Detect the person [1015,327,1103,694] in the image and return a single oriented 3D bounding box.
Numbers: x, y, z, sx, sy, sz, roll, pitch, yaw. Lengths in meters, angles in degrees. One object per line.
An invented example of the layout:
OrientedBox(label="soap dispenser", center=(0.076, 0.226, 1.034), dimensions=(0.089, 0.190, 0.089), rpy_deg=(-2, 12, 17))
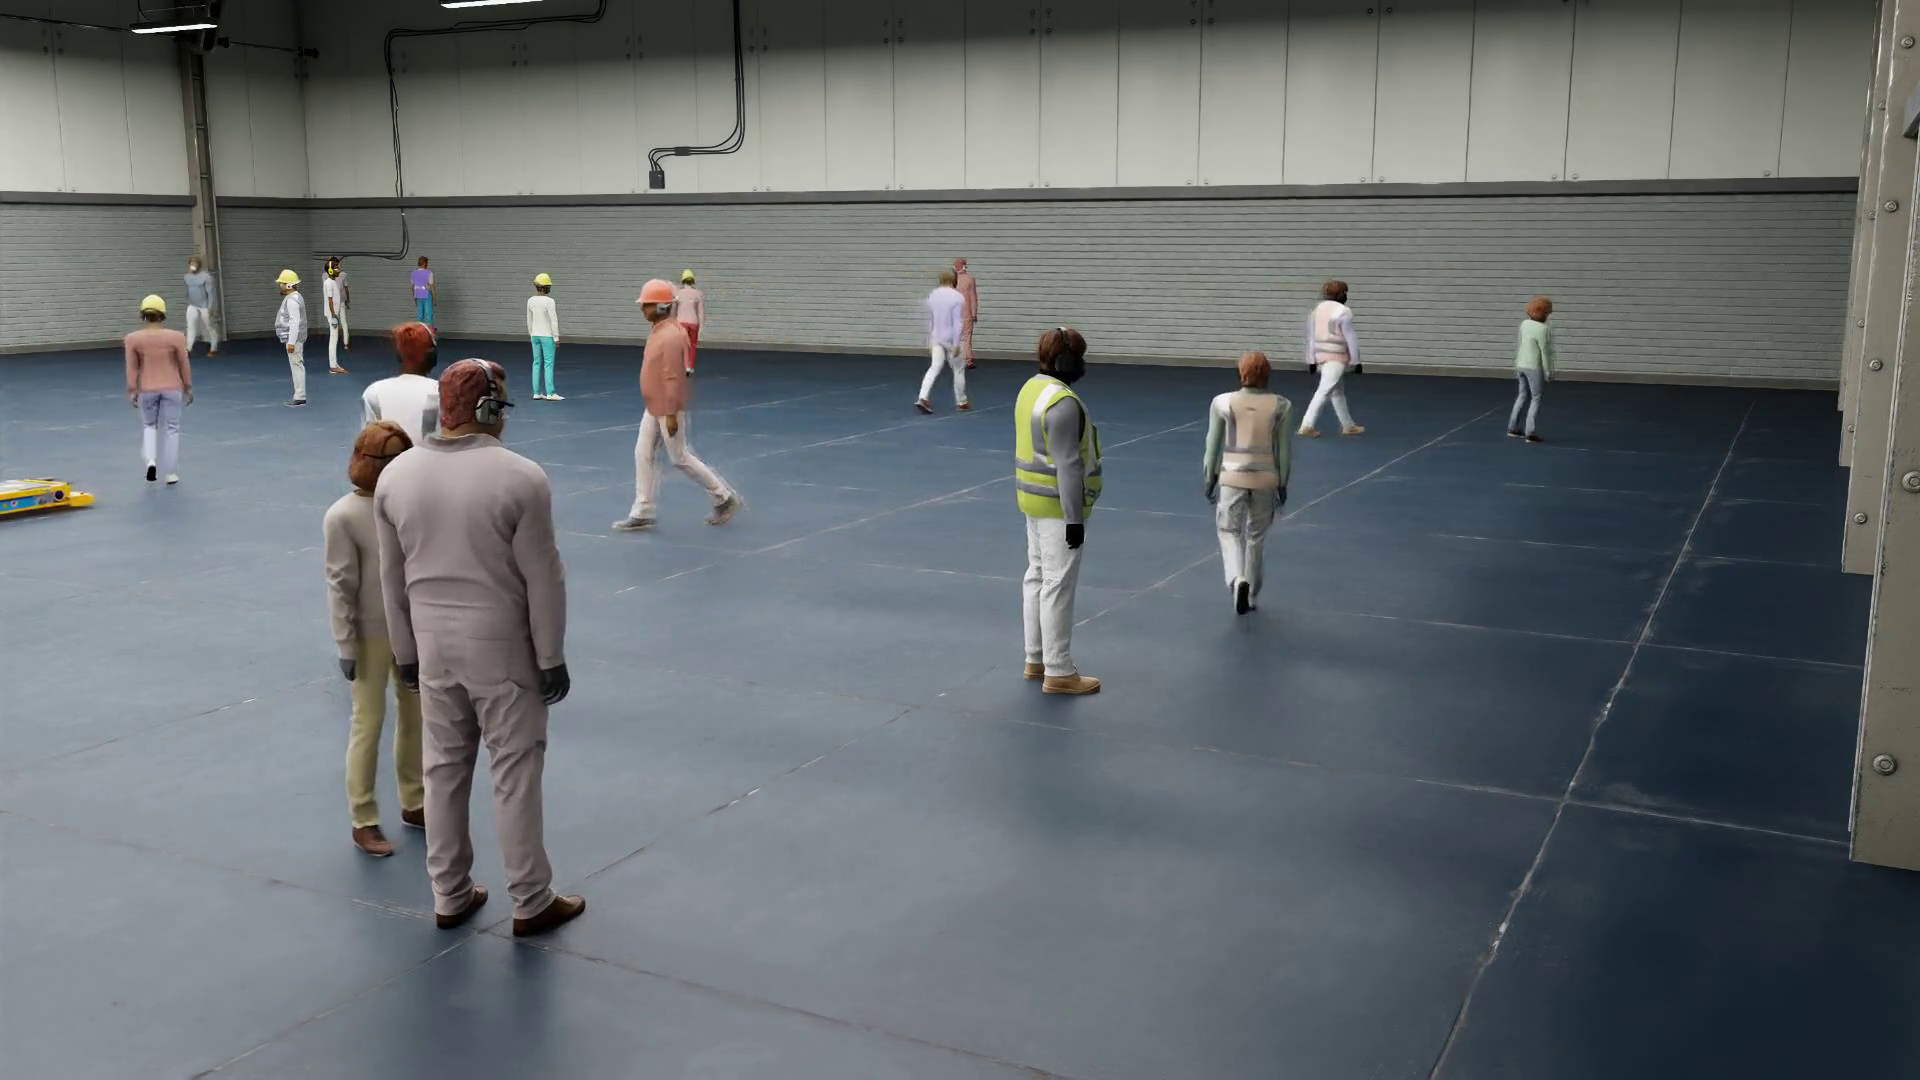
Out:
OrientedBox(label="person", center=(0.502, -0.152, 8.417), dimensions=(0.429, 1.841, 0.633), rpy_deg=(-3, 11, -15))

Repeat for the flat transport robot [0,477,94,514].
OrientedBox(label="flat transport robot", center=(-7.957, -0.319, 13.610), dimensions=(0.652, 0.197, 1.431), rpy_deg=(5, 11, 27))

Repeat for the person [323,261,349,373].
OrientedBox(label="person", center=(-10.485, -3.737, 27.897), dimensions=(0.329, 1.868, 0.514), rpy_deg=(-4, 11, -19))

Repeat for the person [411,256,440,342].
OrientedBox(label="person", center=(-11.564, -5.192, 35.887), dimensions=(0.564, 1.846, 0.390), rpy_deg=(4, 11, 19))

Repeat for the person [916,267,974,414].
OrientedBox(label="person", center=(-0.202, -2.578, 21.512), dimensions=(0.634, 1.900, 1.011), rpy_deg=(9, 13, 39))

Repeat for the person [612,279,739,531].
OrientedBox(label="person", center=(-2.233, -1.048, 12.987), dimensions=(0.929, 1.966, 0.622), rpy_deg=(-5, 11, -24))

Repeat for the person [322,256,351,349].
OrientedBox(label="person", center=(-12.663, -4.818, 33.777), dimensions=(0.533, 1.872, 0.320), rpy_deg=(-6, 12, -28))

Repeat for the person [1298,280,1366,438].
OrientedBox(label="person", center=(4.247, -2.053, 18.949), dimensions=(0.986, 1.801, 0.629), rpy_deg=(-4, 11, -21))

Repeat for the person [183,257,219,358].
OrientedBox(label="person", center=(-14.267, -4.344, 31.137), dimensions=(0.647, 1.883, 1.055), rpy_deg=(2, 11, 9))

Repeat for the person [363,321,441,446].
OrientedBox(label="person", center=(-2.845, -0.200, 8.637), dimensions=(0.584, 1.861, 0.759), rpy_deg=(3, 11, 15))

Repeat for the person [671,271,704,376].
OrientedBox(label="person", center=(-4.473, -3.564, 27.361), dimensions=(0.537, 1.720, 0.924), rpy_deg=(-3, 11, -15))

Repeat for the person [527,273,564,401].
OrientedBox(label="person", center=(-5.791, -2.825, 23.202), dimensions=(0.533, 1.767, 0.313), rpy_deg=(6, 12, 31))

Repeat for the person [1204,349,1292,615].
OrientedBox(label="person", center=(1.738, -0.333, 10.012), dimensions=(0.524, 1.621, 0.628), rpy_deg=(0, 10, 2))

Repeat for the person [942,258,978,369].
OrientedBox(label="person", center=(0.017, -3.890, 28.641), dimensions=(0.638, 1.903, 0.409), rpy_deg=(4, 11, 23))

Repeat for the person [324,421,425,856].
OrientedBox(label="person", center=(-2.131, 0.358, 6.234), dimensions=(0.301, 1.625, 0.507), rpy_deg=(7, 12, 32))

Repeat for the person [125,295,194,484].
OrientedBox(label="person", center=(-7.387, -1.385, 15.385), dimensions=(0.530, 1.755, 0.363), rpy_deg=(-3, 11, -17))

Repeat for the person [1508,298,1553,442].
OrientedBox(label="person", center=(6.403, -1.903, 18.615), dimensions=(0.311, 1.602, 0.570), rpy_deg=(-2, 11, -9))

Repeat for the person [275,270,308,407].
OrientedBox(label="person", center=(-8.991, -2.711, 22.386), dimensions=(0.404, 1.837, 0.590), rpy_deg=(-4, 11, -19))

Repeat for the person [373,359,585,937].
OrientedBox(label="person", center=(-1.567, 0.358, 5.482), dimensions=(0.641, 1.901, 0.401), rpy_deg=(3, 11, 18))
